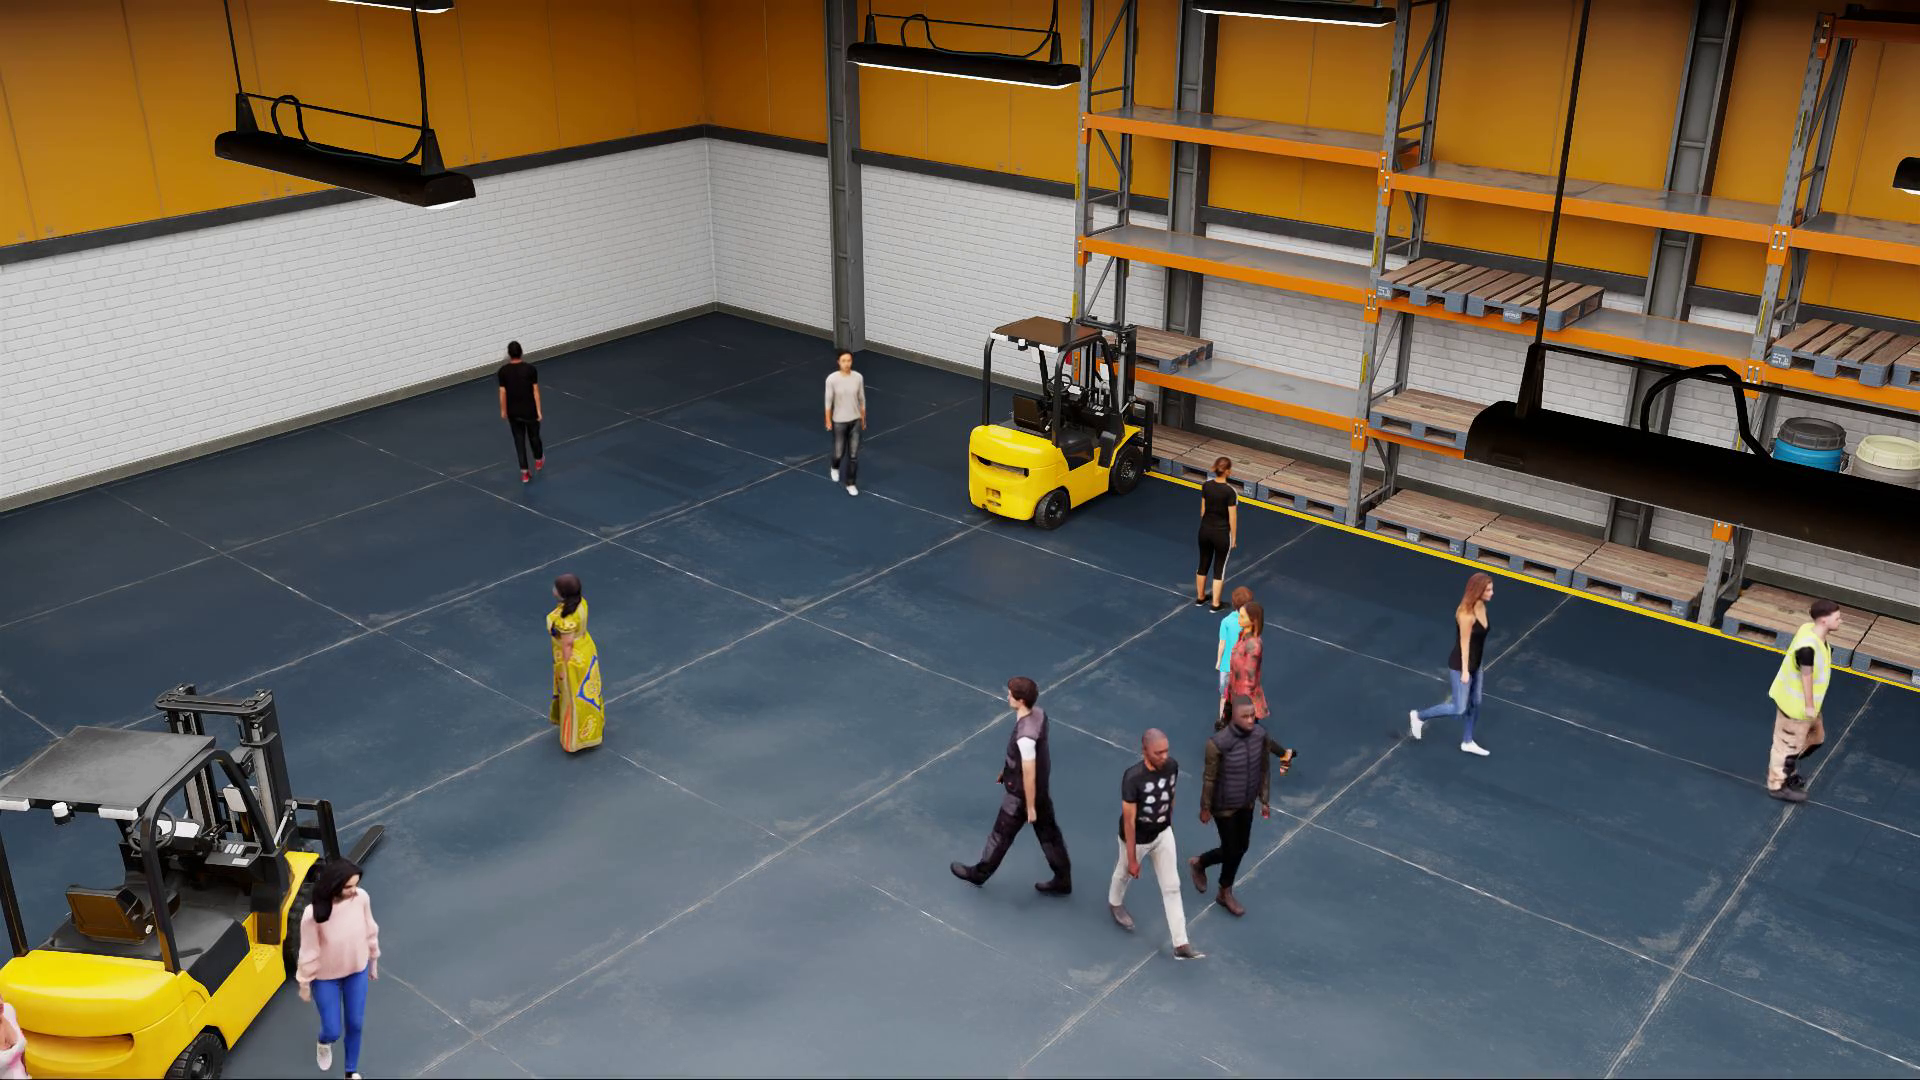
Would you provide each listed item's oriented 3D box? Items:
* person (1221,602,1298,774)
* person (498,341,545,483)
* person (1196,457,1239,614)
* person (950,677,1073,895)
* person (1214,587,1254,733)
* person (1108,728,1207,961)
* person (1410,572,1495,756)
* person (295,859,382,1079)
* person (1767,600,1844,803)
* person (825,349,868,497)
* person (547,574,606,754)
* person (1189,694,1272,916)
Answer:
[{"bbox_3d":[2.465,1.295,13.925,1.086,1.682,1.010,-1,24,-3],"label":"person"},{"bbox_3d":[-5.368,-1.548,20.363,0.996,1.734,1.075,-3,24,-7],"label":"person"},{"bbox_3d":[2.621,-0.067,17.059,0.466,1.669,0.645,21,31,39],"label":"person"},{"bbox_3d":[0.616,1.883,12.424,1.243,1.808,0.952,6,24,13],"label":"person"},{"bbox_3d":[2.458,1.074,14.721,0.586,1.449,0.652,-1,24,-3],"label":"person"},{"bbox_3d":[1.280,2.114,11.972,1.001,1.745,1.339,-12,26,-26],"label":"person"},{"bbox_3d":[4.319,1.068,14.417,0.907,1.704,0.576,17,29,35],"label":"person"},{"bbox_3d":[-3.967,2.733,10.567,0.759,1.738,0.860,-17,29,-33],"label":"person"},{"bbox_3d":[6.870,1.306,13.711,0.740,1.834,0.729,14,27,29],"label":"person"},{"bbox_3d":[-1.393,-1.460,20.083,0.858,1.798,0.955,-9,25,-19],"label":"person"},{"bbox_3d":[-3.371,1.041,14.535,1.036,1.659,1.000,1,24,1],"label":"person"},{"bbox_3d":[1.979,1.913,12.335,0.825,1.824,0.882,-12,26,-26],"label":"person"}]
